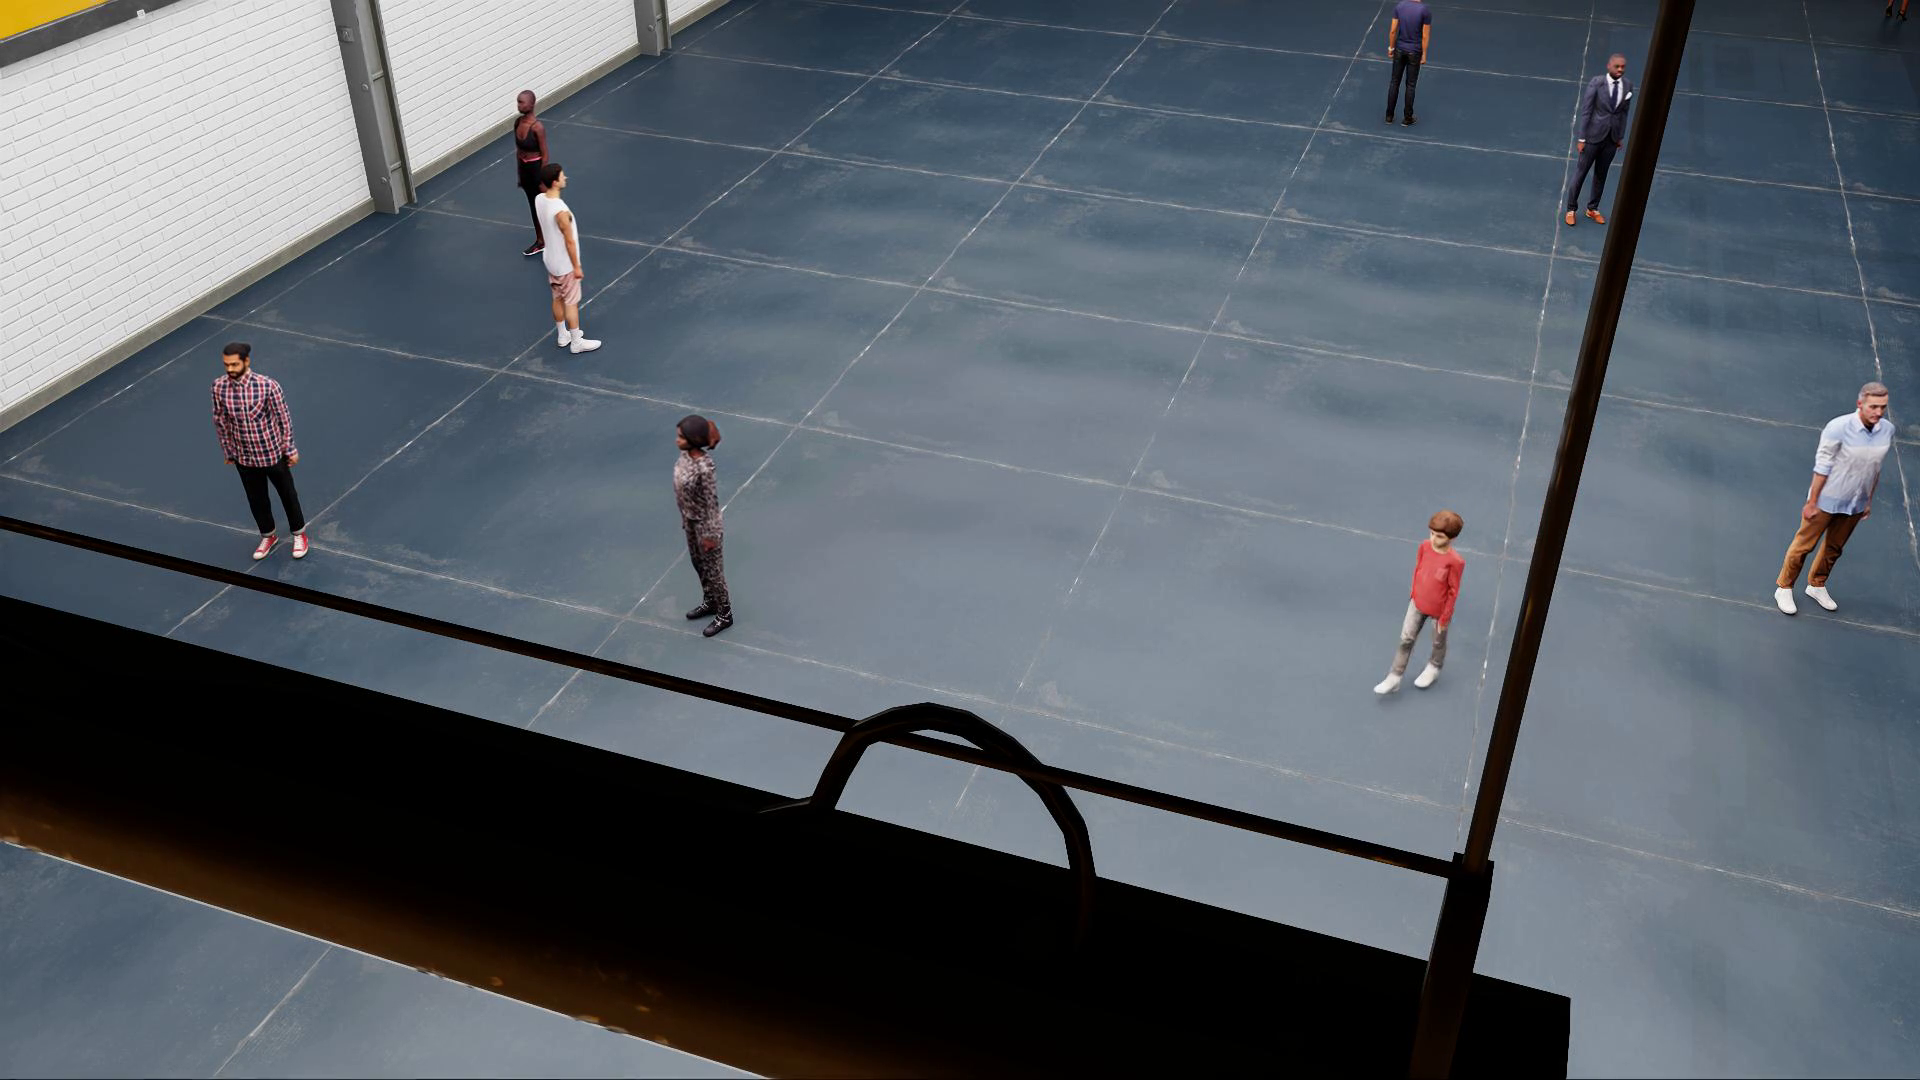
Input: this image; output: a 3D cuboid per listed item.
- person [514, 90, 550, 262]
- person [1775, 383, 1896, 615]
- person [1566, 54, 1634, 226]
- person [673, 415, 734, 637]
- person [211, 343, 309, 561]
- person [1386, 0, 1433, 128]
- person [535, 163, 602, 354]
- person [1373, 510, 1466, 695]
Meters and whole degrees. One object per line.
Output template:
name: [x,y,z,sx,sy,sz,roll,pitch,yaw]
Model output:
person: [-4.333,-3.746,17.034,0.640,1.757,0.616,22,39,29]
person: [6.240,-0.314,11.808,0.771,1.826,0.749,-5,34,-7]
person: [6.855,-4.307,17.818,0.784,1.824,0.778,-4,34,-6]
person: [-1.794,-0.108,11.600,0.720,1.713,0.675,-20,39,-27]
person: [-5.221,-0.675,12.410,0.778,1.761,0.732,-2,34,-3]
person: [5.479,-5.987,20.373,0.679,1.793,0.597,18,38,25]
person: [-3.666,-2.581,15.252,0.746,1.789,0.735,-25,41,-32]
person: [3.205,0.400,11.121,0.904,1.399,0.763,-26,41,-33]
